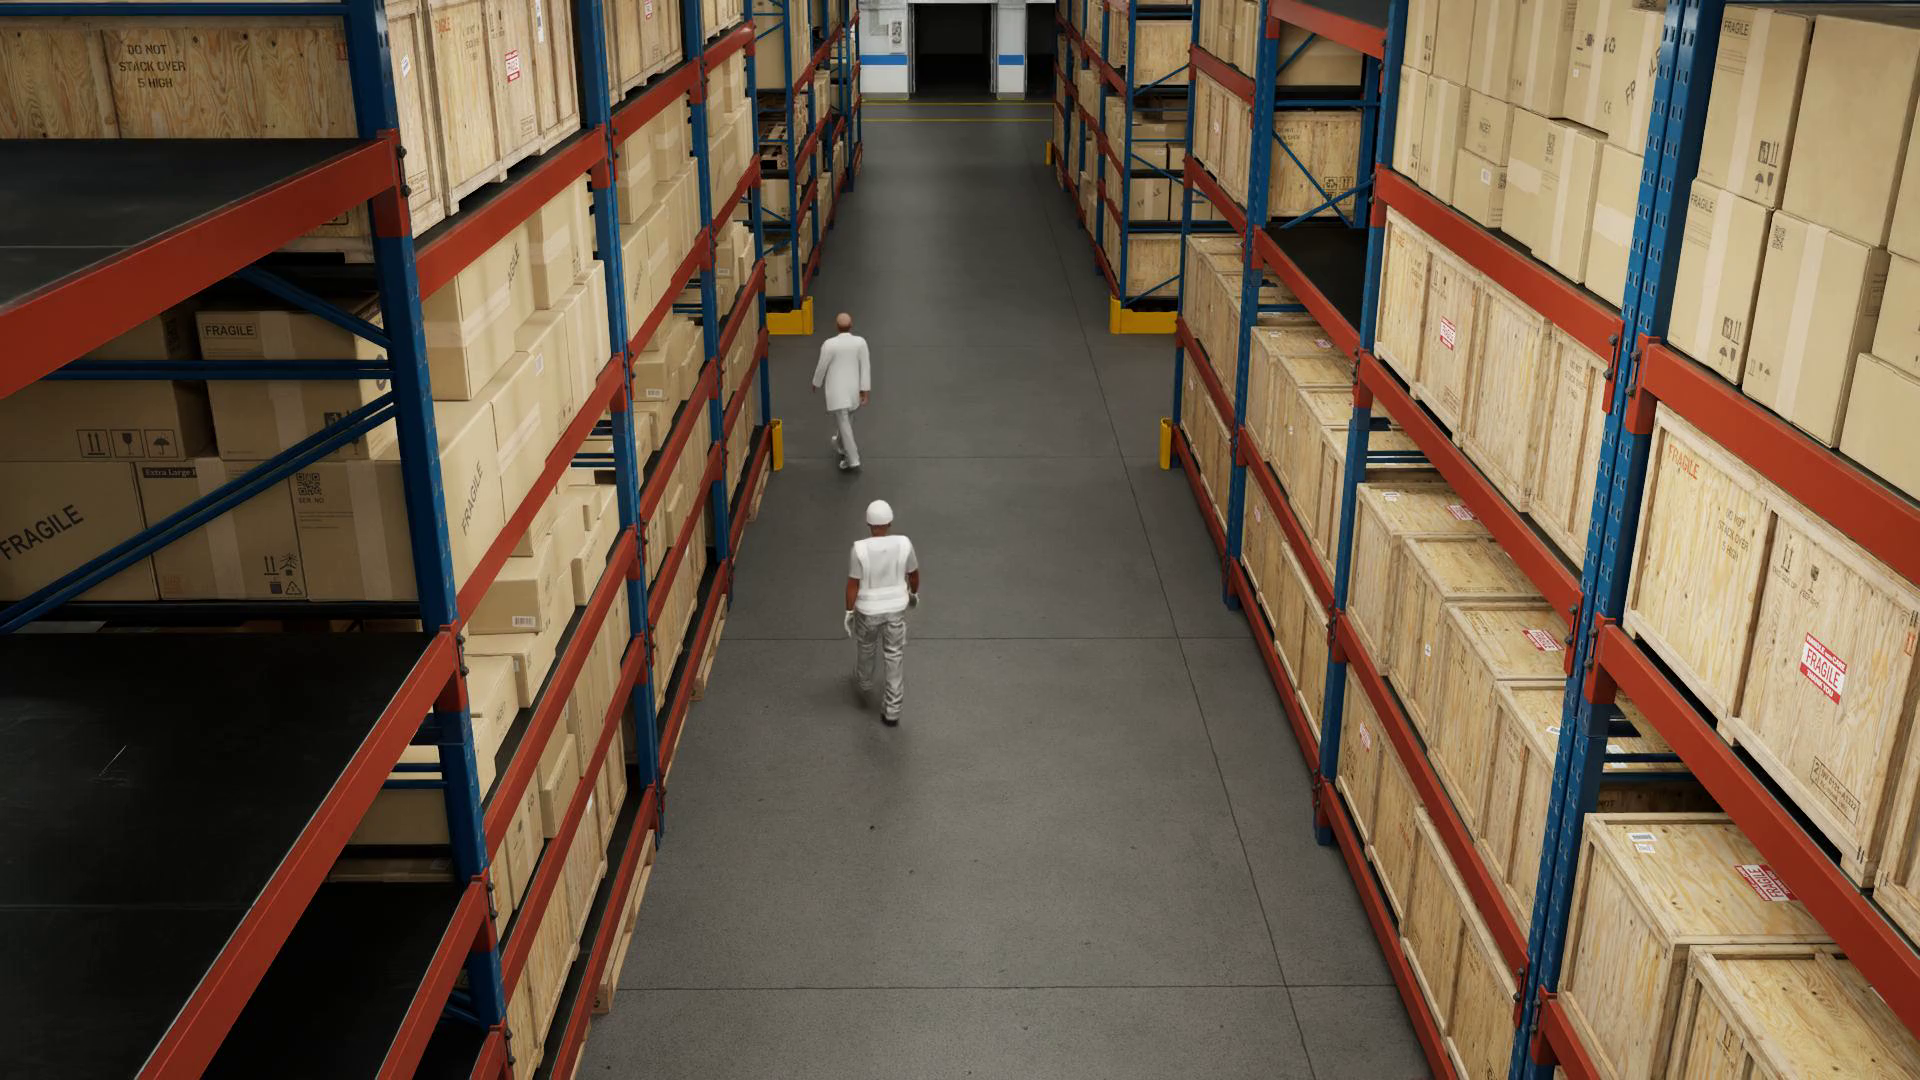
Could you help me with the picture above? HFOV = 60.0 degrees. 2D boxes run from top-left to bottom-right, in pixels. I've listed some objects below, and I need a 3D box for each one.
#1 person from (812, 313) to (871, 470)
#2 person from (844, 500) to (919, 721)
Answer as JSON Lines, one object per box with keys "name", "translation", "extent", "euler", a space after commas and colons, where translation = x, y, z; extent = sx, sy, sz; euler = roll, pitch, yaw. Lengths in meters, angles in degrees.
{"name": "person", "translation": [-1.350, -1.732, 18.897], "extent": [0.590, 1.749, 1.068], "euler": [-11, 24, -25]}
{"name": "person", "translation": [-0.635, 0.482, 13.231], "extent": [0.635, 1.754, 0.900], "euler": [-4, 22, -11]}
